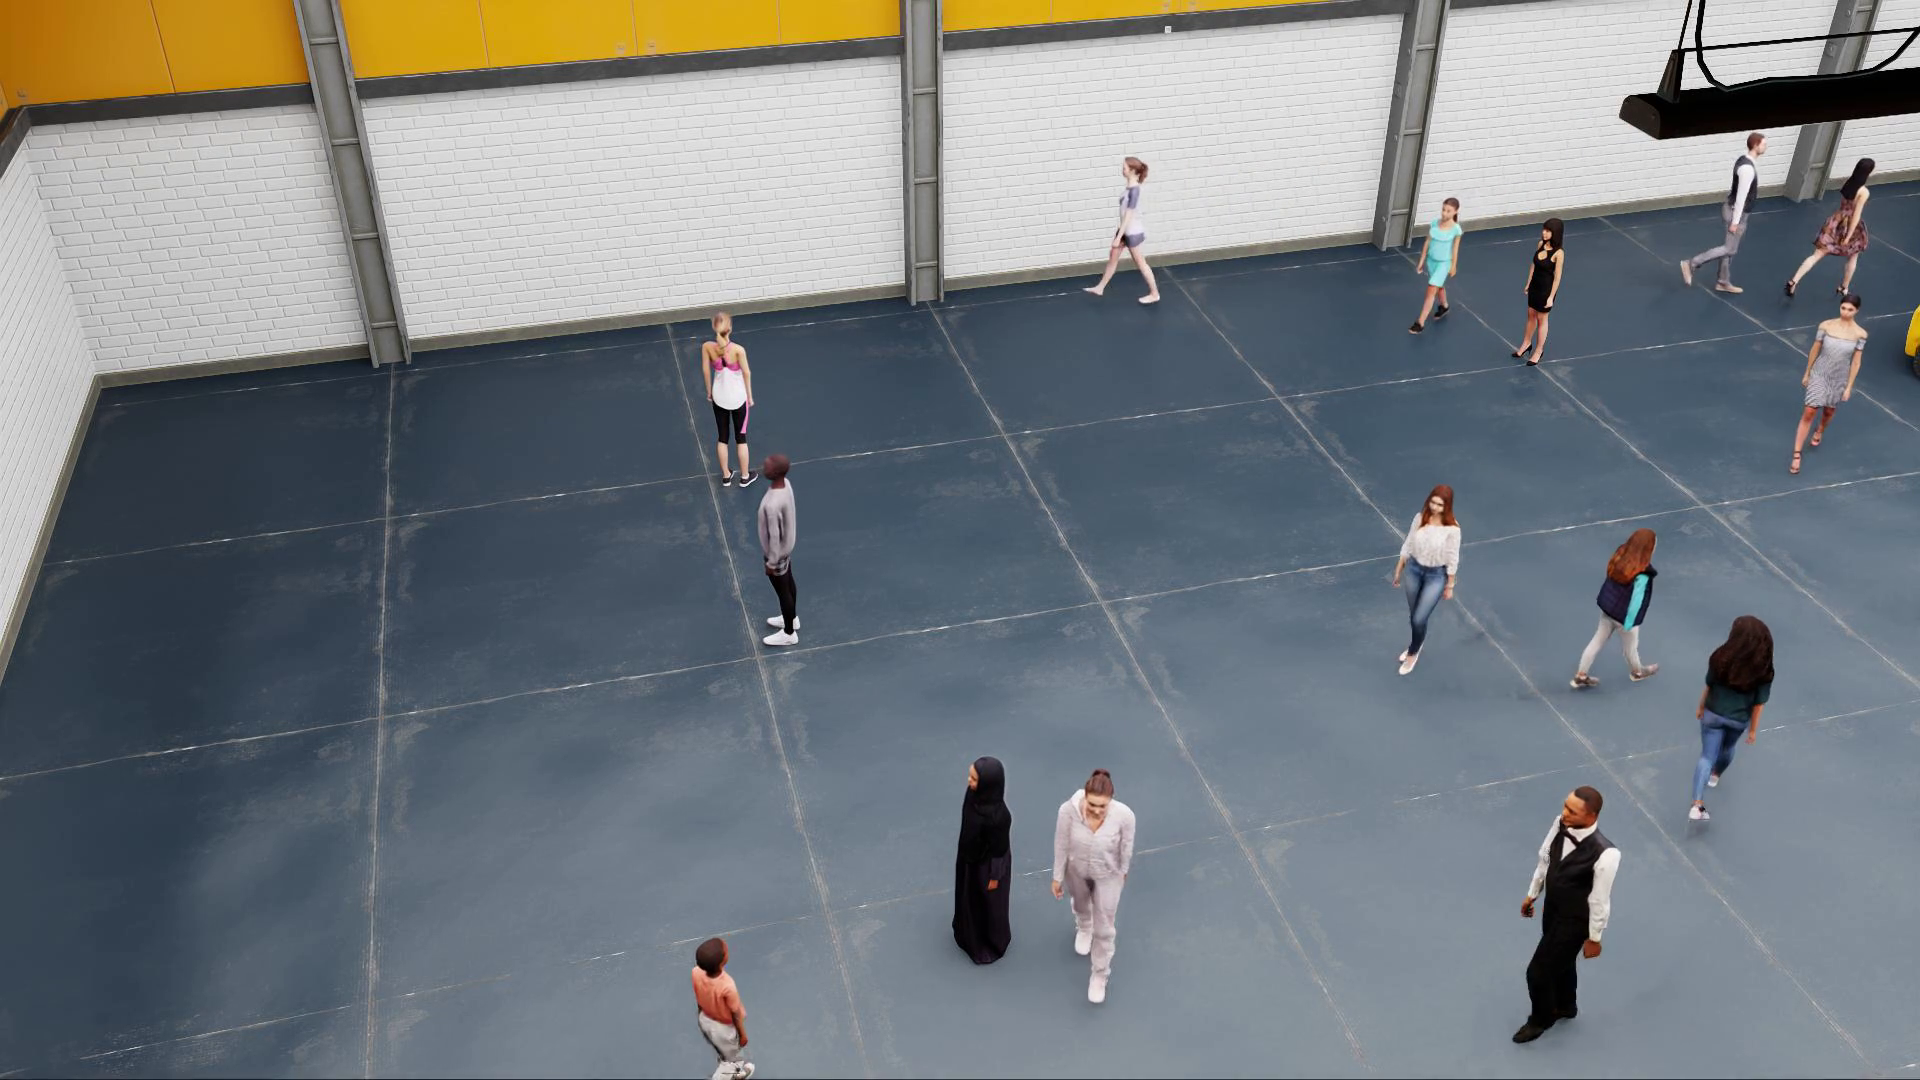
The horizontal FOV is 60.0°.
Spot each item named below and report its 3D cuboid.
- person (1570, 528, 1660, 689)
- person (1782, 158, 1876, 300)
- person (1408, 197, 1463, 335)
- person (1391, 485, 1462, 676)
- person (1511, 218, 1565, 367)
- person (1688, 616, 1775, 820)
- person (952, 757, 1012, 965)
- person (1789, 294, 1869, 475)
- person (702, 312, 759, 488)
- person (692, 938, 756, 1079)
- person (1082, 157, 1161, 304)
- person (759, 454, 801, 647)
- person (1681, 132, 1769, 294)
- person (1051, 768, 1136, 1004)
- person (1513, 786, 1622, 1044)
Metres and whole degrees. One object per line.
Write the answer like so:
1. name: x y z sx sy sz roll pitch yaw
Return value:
1. person: 5.108 0.566 13.038 0.933 1.464 0.583 -7 34 -11
2. person: 9.915 -3.465 18.868 1.202 1.725 0.644 -10 35 -15
3. person: 5.364 -3.085 18.478 1.123 1.523 0.838 -25 41 -32
4. person: 3.775 0.259 13.276 0.810 1.713 0.754 -27 42 -34
5. person: 6.206 -2.652 17.713 0.523 1.648 0.594 -12 36 -18
6. person: 5.428 1.292 11.836 1.056 1.586 1.070 18 38 25
7. person: 0.162 2.030 10.700 0.610 1.615 0.622 -12 36 -18
8. person: 8.330 -1.537 15.915 1.035 1.782 1.091 18 37 24
9. person: -2.160 -1.308 15.564 0.606 1.789 0.738 6 34 9
10. person: -1.437 2.866 9.729 0.738 1.297 0.837 23 40 30
11. person: 2.023 -3.461 18.868 1.197 1.717 0.852 3 34 4
12. person: -1.456 0.063 13.518 0.643 1.771 0.675 2 34 2
13. person: 8.841 -3.762 19.139 1.103 1.919 0.977 11 35 15
14. person: 0.854 2.045 10.641 1.012 1.655 0.976 8 35 12
15. person: 3.794 2.242 10.128 0.730 1.895 0.698 -8 34 -12
